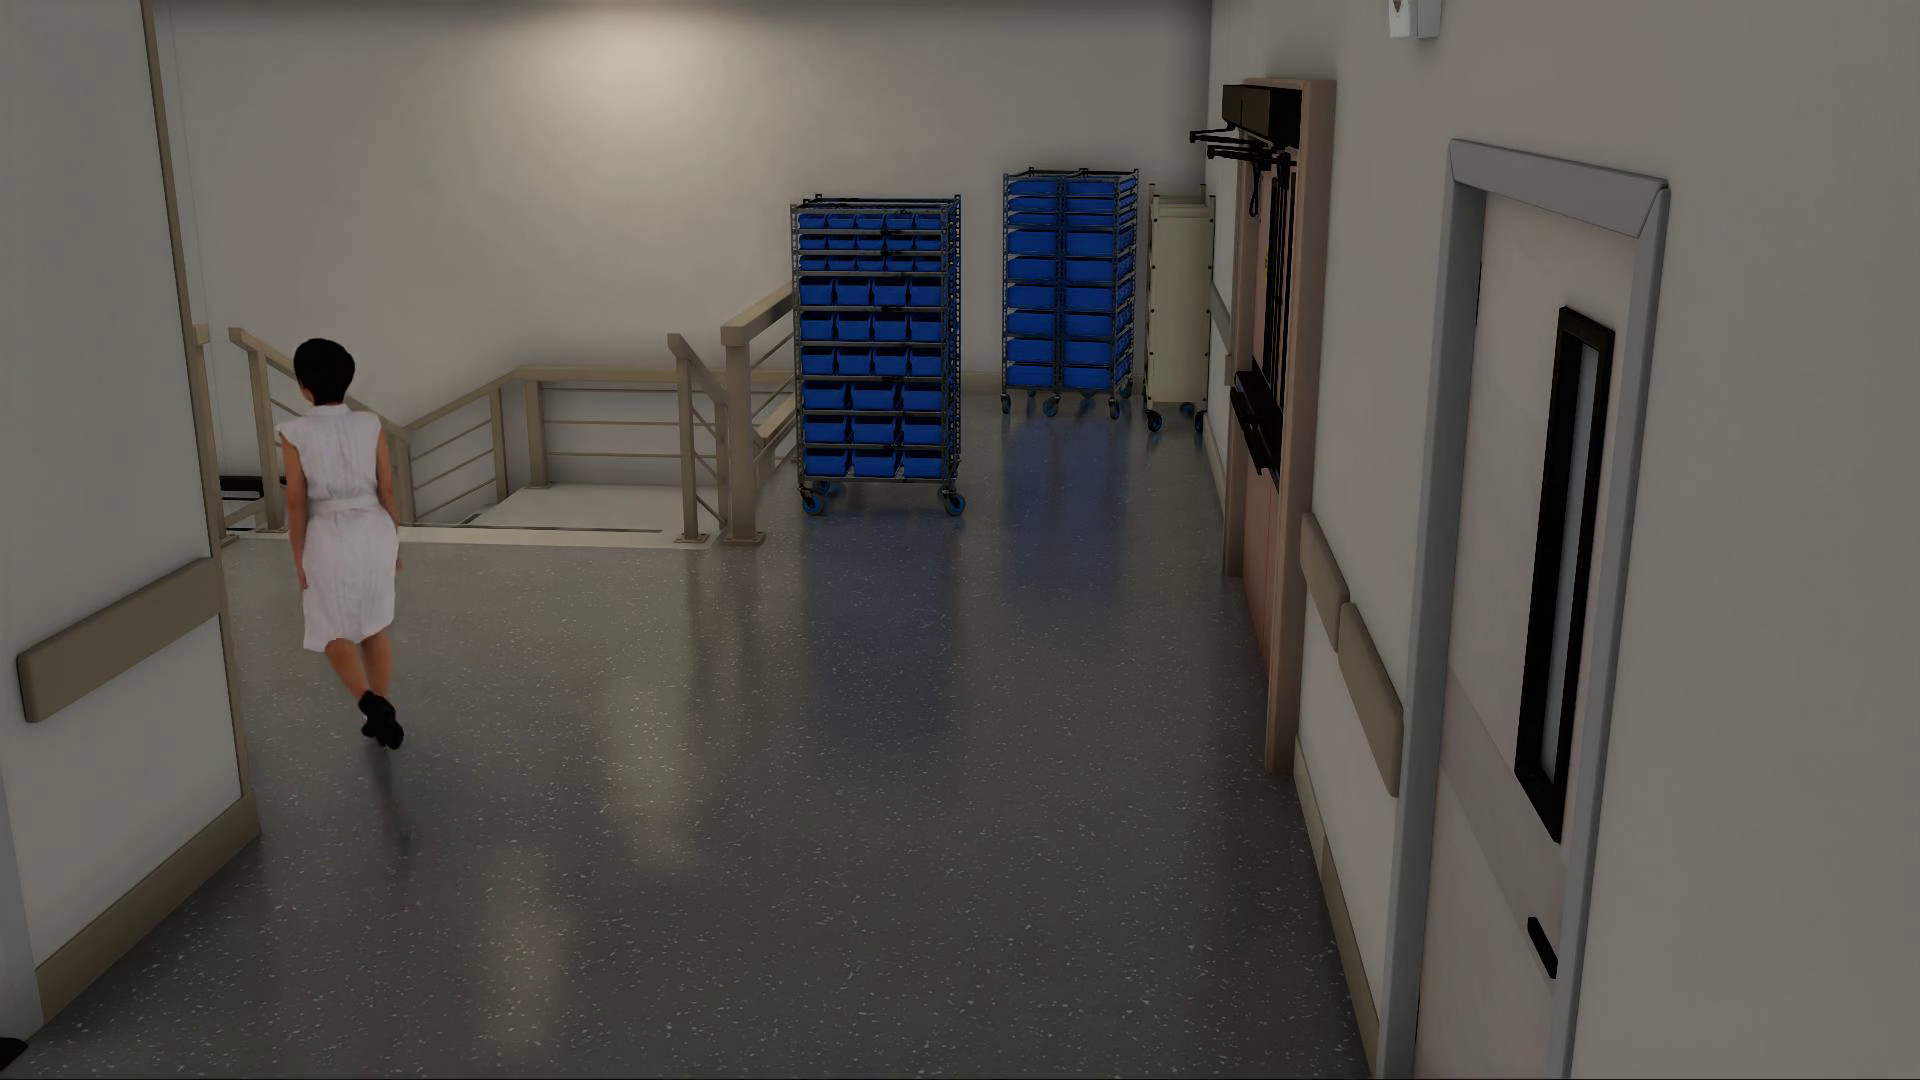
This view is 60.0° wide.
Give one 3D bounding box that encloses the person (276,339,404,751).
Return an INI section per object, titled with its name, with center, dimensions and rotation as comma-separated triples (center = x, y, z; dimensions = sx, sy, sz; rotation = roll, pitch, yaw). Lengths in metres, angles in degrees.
[person]
center = -2.142, 0.077, 5.895
dimensions = 0.843, 1.532, 0.932
rotation = -11, 19, -33
